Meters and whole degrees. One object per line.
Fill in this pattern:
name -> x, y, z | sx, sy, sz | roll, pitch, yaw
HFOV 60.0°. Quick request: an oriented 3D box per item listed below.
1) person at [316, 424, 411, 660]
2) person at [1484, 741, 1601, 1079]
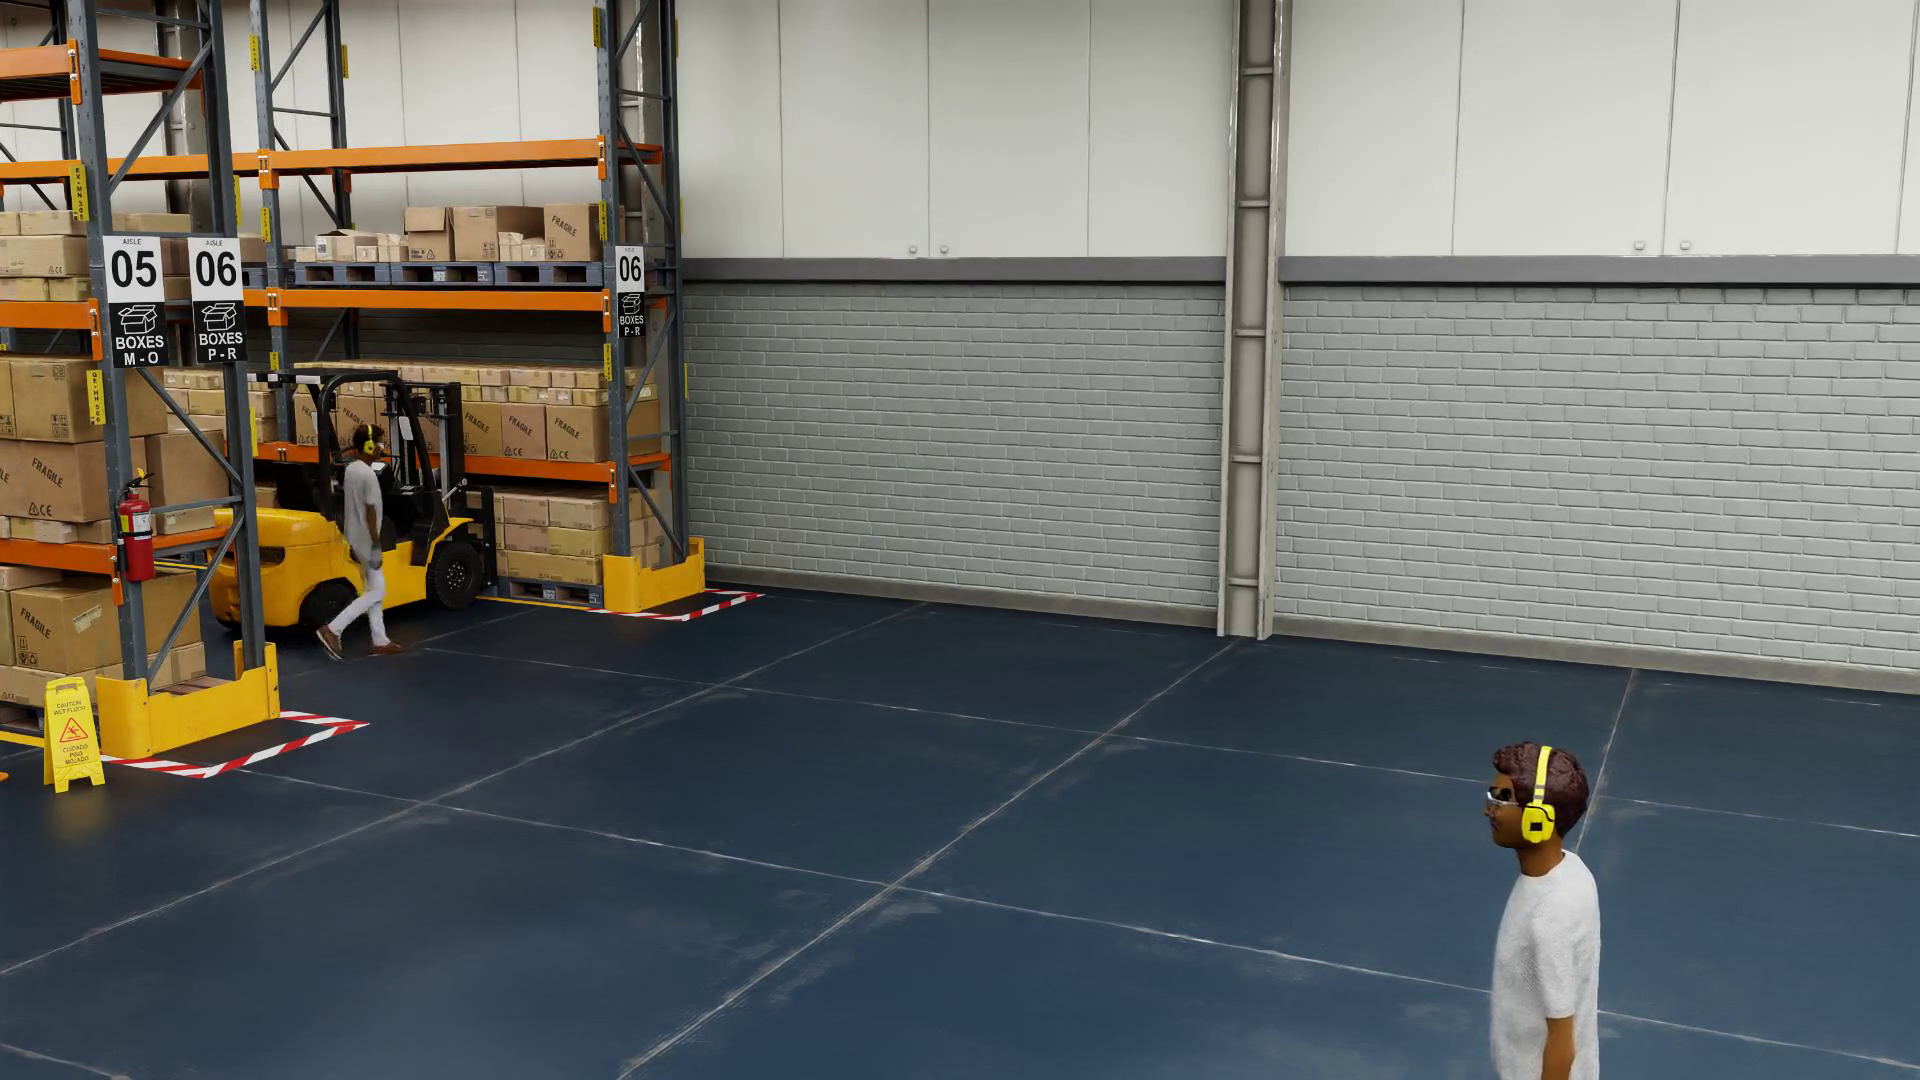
person -> -4.655, 0.026, 12.891 | 0.634, 1.847, 0.524 | -7, 11, -36
person -> 1.443, 1.423, 4.218 | 0.332, 1.872, 0.514 | 3, 10, 20
